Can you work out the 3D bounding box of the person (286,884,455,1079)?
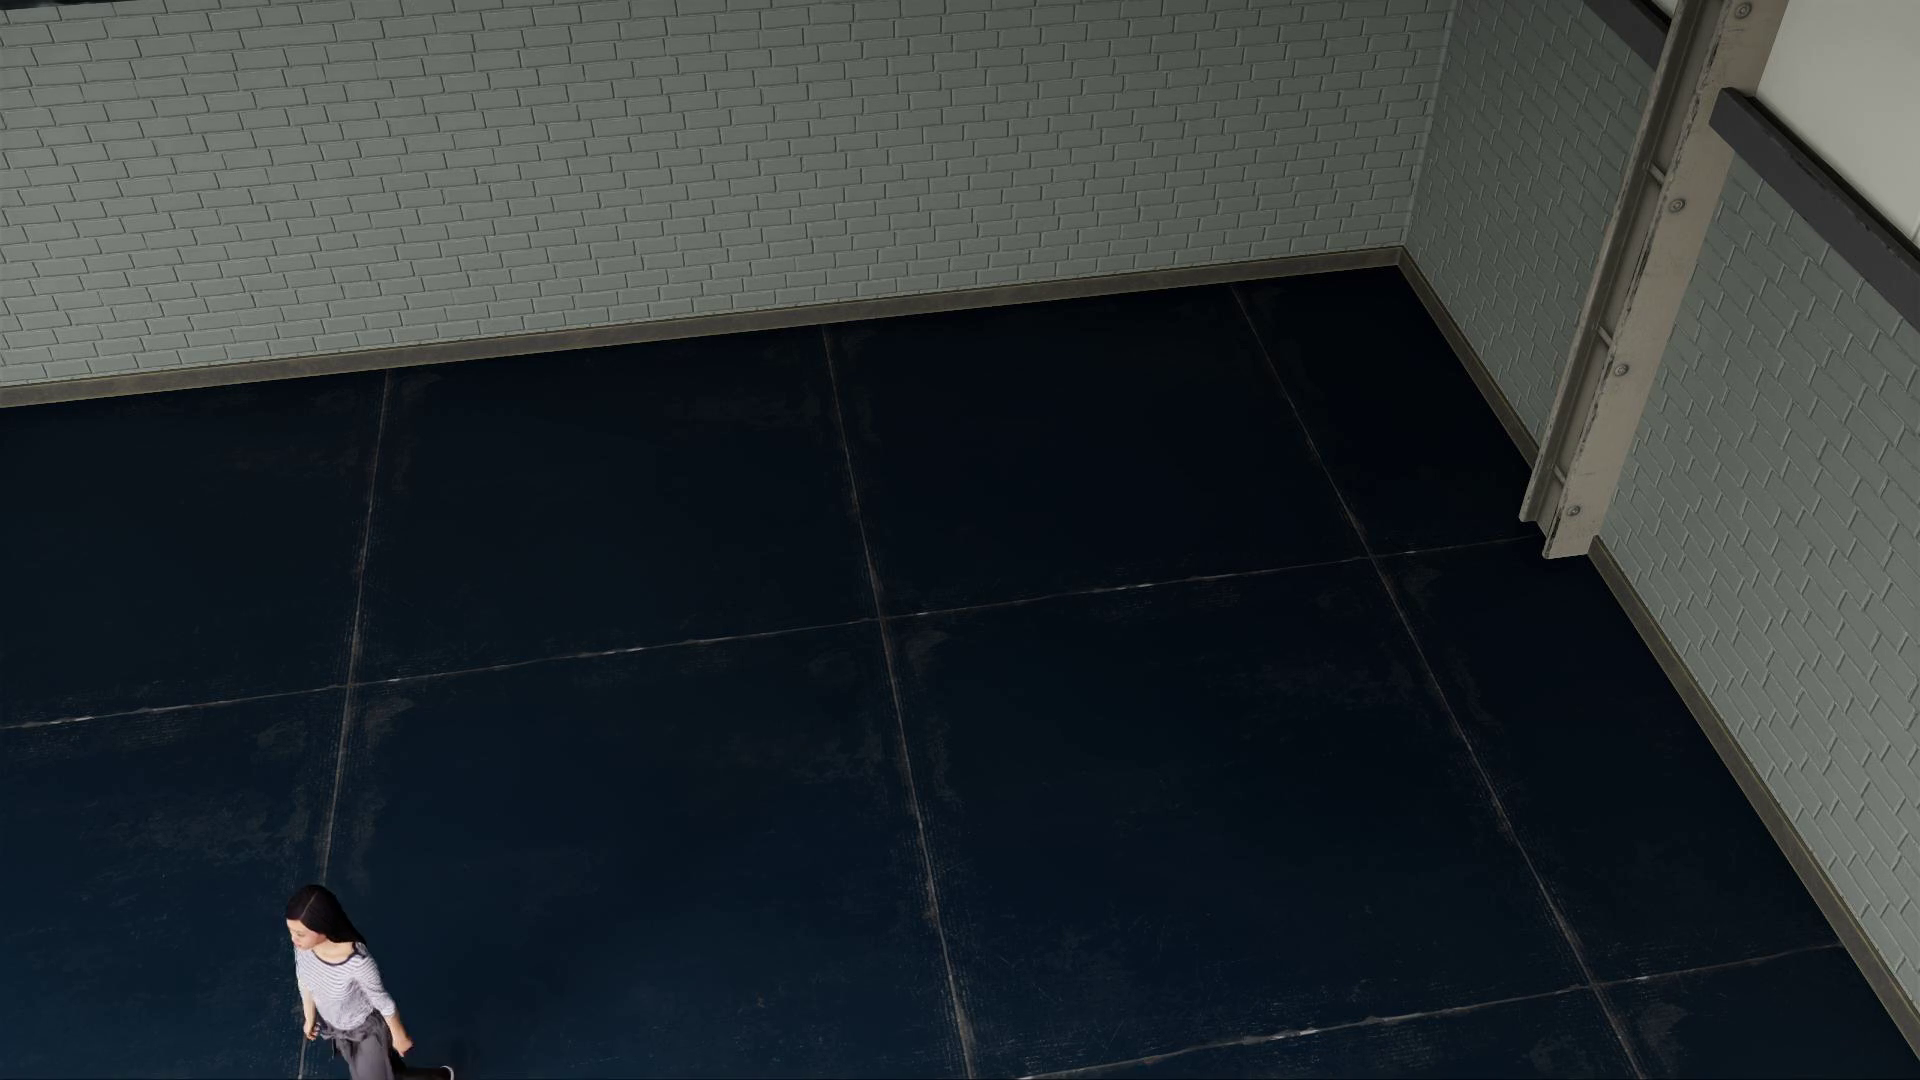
[{"bbox_3d":[-2.399,1.914,6.856,0.770,1.721,0.831,26,49,25],"label":"person"}]
